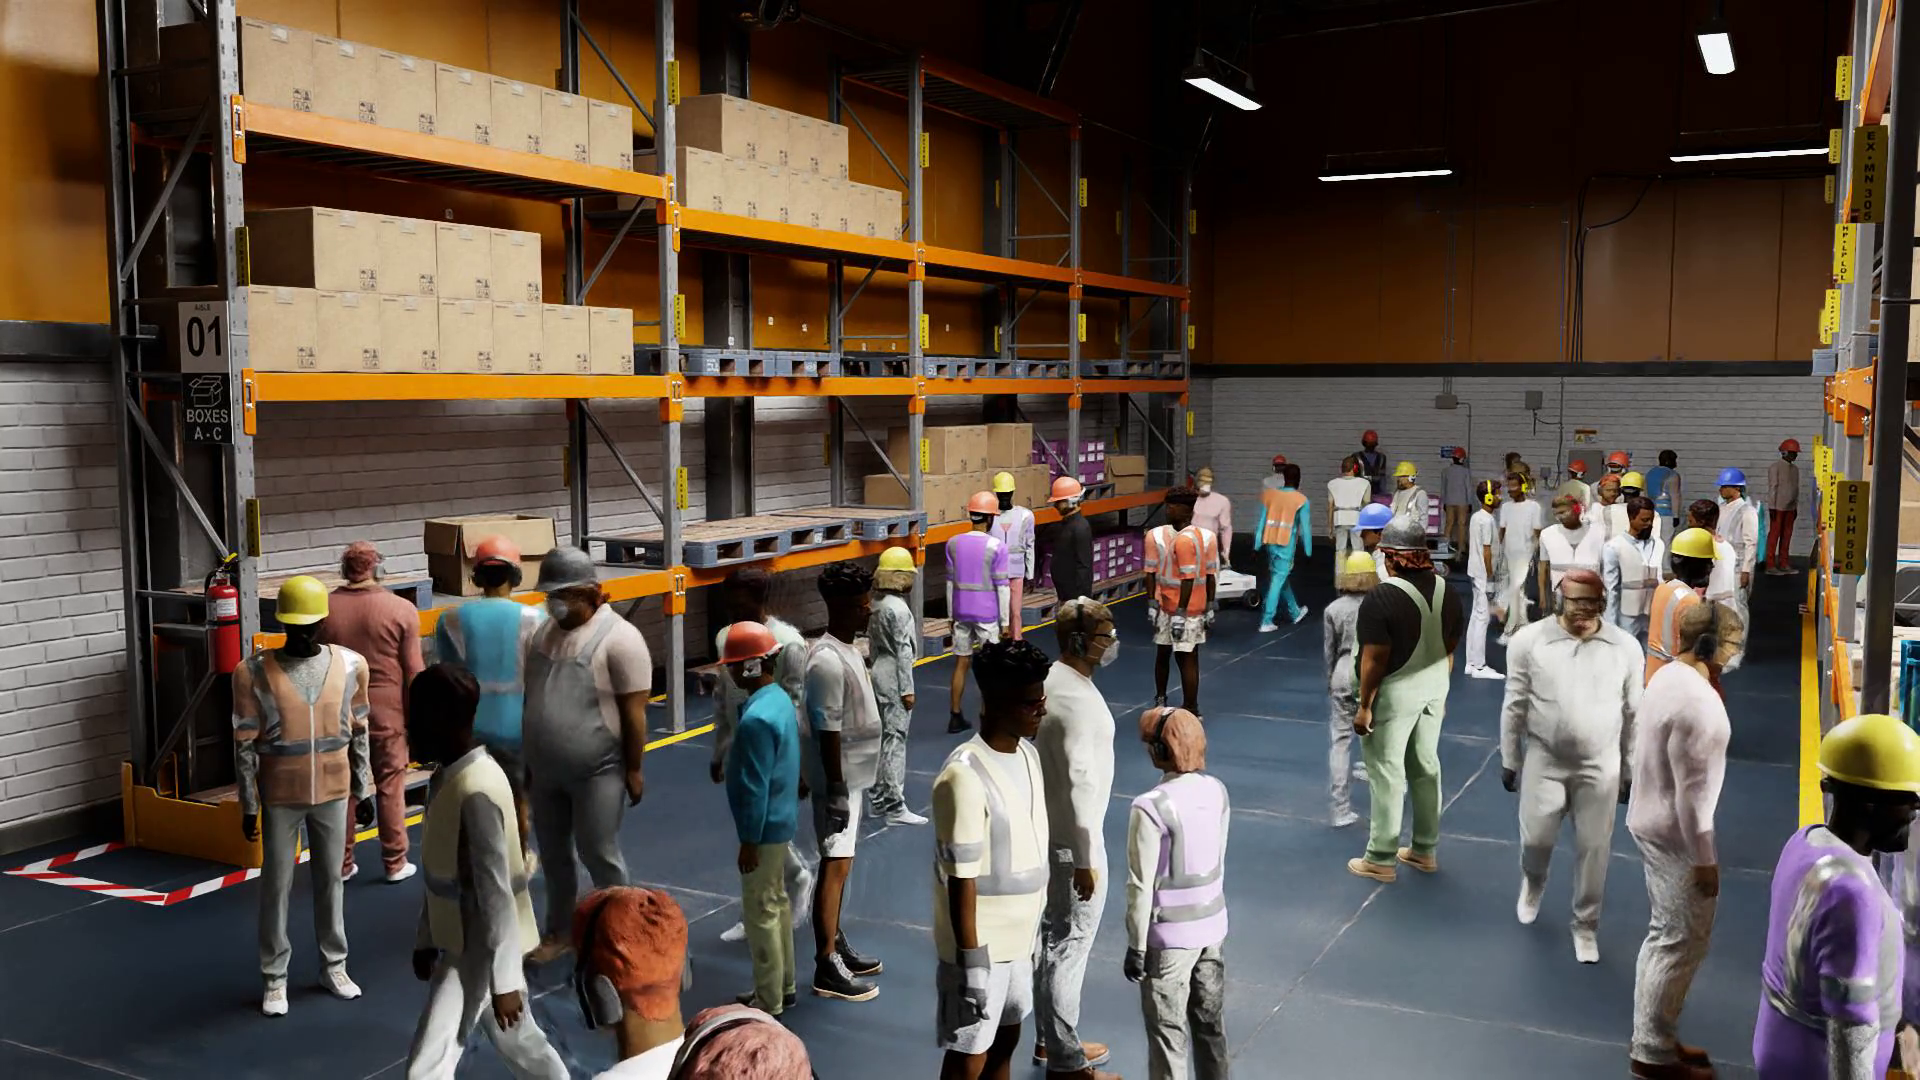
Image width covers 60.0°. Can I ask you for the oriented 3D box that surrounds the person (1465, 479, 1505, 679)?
[{"bbox_3d":[4.951,0.365,15.656,0.327,1.874,0.518,0,5,4],"label":"person"}]

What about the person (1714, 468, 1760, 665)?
[{"bbox_3d":[7.568,0.262,16.339,0.394,1.949,0.602,-1,5,-9],"label":"person"}]

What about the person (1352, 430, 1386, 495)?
[{"bbox_3d":[6.623,-0.768,26.940,0.615,2.038,0.396,-1,5,-10],"label":"person"}]

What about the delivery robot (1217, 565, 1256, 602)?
[{"bbox_3d":[3.240,0.544,20.229,0.707,0.478,0.477,-3,6,-26],"label":"delivery robot"}]

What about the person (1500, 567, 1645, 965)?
[{"bbox_3d":[2.963,1.059,8.074,0.663,1.891,0.526,1,5,15],"label":"person"}]

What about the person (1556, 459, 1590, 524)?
[{"bbox_3d":[8.357,-0.221,22.578,0.338,1.752,0.565,-2,6,-24],"label":"person"}]

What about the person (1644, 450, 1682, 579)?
[{"bbox_3d":[10.008,-0.360,23.629,0.429,1.840,0.627,-2,6,-16],"label":"person"}]

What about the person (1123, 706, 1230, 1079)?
[{"bbox_3d":[0.770,1.396,5.849,0.320,1.629,0.516,5,7,45],"label":"person"}]

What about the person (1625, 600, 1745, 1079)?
[{"bbox_3d":[2.834,1.186,6.557,0.419,1.918,0.651,1,5,13],"label":"person"}]

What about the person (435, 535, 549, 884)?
[{"bbox_3d":[-2.409,0.967,8.602,0.638,1.976,1.090,0,5,-5],"label":"person"}]

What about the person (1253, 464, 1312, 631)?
[{"bbox_3d":[3.697,0.081,18.766,1.019,1.854,0.612,-5,7,-44],"label":"person"}]

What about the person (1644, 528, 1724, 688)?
[{"bbox_3d":[4.278,0.884,9.854,0.409,1.917,0.585,1,5,7],"label":"person"}]

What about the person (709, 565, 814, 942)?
[{"bbox_3d":[-0.963,1.053,8.137,0.703,1.889,0.473,5,7,43],"label":"person"}]

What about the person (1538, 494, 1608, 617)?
[{"bbox_3d":[5.409,0.492,14.623,0.629,1.803,0.462,2,6,17],"label":"person"}]

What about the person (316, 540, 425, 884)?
[{"bbox_3d":[-3.261,0.953,9.193,0.650,1.901,0.395,0,5,-3],"label":"person"}]

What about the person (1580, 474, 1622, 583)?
[{"bbox_3d":[6.416,0.281,16.523,0.576,1.879,0.351,1,5,10],"label":"person"}]

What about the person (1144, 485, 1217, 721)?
[{"bbox_3d":[1.801,0.525,13.553,0.599,1.949,0.416,0,5,-1],"label":"person"}]

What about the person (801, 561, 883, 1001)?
[{"bbox_3d":[-0.533,1.070,7.549,0.361,1.964,0.615,0,5,2],"label":"person"}]

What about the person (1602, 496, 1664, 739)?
[{"bbox_3d":[5.192,0.609,12.851,0.598,1.908,0.401,-3,6,-28],"label":"person"}]

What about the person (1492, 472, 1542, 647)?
[{"bbox_3d":[5.795,0.212,17.500,0.865,1.832,0.543,-3,6,-32],"label":"person"}]

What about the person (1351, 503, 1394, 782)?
[{"bbox_3d":[2.923,0.712,11.580,0.413,1.939,0.604,1,5,14],"label":"person"}]

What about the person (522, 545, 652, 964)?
[{"bbox_3d":[-1.801,1.011,7.797,0.696,2.000,0.538,3,6,29],"label":"person"}]

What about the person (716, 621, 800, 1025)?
[{"bbox_3d":[-0.875,1.216,7.205,0.356,1.736,0.582,0,5,3],"label":"person"}]

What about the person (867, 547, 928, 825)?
[{"bbox_3d":[-0.407,0.910,10.466,0.300,1.744,0.484,-3,6,-26],"label":"person"}]

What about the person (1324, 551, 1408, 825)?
[{"bbox_3d":[2.573,0.918,10.597,0.498,1.687,0.894,4,6,33],"label":"person"}]

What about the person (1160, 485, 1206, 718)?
[{"bbox_3d":[1.771,0.542,13.244,0.361,1.962,0.617,1,5,13],"label":"person"}]

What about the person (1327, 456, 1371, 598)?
[{"bbox_3d":[5.020,-0.159,21.463,0.563,1.838,0.388,2,6,22],"label":"person"}]

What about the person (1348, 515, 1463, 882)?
[{"bbox_3d":[2.439,0.869,9.329,0.688,2.000,0.539,-3,6,-31],"label":"person"}]

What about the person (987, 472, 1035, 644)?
[{"bbox_3d":[0.428,0.311,15.928,0.596,1.925,0.372,0,5,-3],"label":"person"}]

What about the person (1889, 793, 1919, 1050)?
[{"bbox_3d":[2.943,1.340,4.902,0.420,1.916,0.605,3,6,28],"label":"person"}]

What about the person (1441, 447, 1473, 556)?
[{"bbox_3d":[8.042,-0.619,26.868,0.329,1.751,0.563,-5,7,-41],"label":"person"}]

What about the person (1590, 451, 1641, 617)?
[{"bbox_3d":[7.679,-0.048,19.505,0.618,1.986,0.408,5,7,42],"label":"person"}]

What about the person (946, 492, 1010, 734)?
[{"bbox_3d":[0.153,0.581,13.068,0.552,1.923,0.390,3,6,29],"label":"person"}]

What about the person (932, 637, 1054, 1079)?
[{"bbox_3d":[0.115,1.279,5.401,0.382,1.958,0.600,3,6,28],"label":"person"}]

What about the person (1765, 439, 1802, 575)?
[{"bbox_3d":[11.951,-0.475,24.095,0.612,1.986,0.407,-3,6,-29],"label":"person"}]

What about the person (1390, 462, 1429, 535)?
[{"bbox_3d":[5.432,-0.043,20.259,0.403,1.827,0.599,-2,6,-24],"label":"person"}]

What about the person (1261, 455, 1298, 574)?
[{"bbox_3d":[4.644,-0.365,24.185,0.562,1.741,0.345,0,5,-1],"label":"person"}]

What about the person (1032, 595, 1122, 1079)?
[{"bbox_3d":[0.449,1.179,6.533,0.354,1.937,0.635,0,5,-4],"label":"person"}]

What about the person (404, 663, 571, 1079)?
[{"bbox_3d":[-1.636,1.320,5.430,1.028,1.859,0.617,-2,6,-22],"label":"person"}]

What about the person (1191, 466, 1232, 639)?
[{"bbox_3d":[2.501,0.177,17.426,0.639,1.914,0.528,0,5,-3],"label":"person"}]

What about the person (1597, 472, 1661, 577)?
[{"bbox_3d":[6.508,0.292,16.235,0.594,1.911,0.399,2,6,24],"label":"person"}]

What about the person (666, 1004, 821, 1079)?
[{"bbox_3d":[-0.304,1.594,2.330,0.654,1.893,0.401,-4,6,-33],"label":"person"}]

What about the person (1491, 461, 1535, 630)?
[{"bbox_3d":[6.125,0.076,18.527,0.533,1.915,0.626,-2,6,-24],"label":"person"}]

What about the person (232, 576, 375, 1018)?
[{"bbox_3d":[-2.889,1.110,7.364,0.587,1.922,0.383,-4,7,-36],"label":"person"}]

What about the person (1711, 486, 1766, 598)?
[{"bbox_3d":[8.385,0.170,18.044,0.642,1.814,0.623,1,5,15],"label":"person"}]

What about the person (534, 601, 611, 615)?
[{"bbox_3d":[-2.400,0.930,10.275,0.574,1.739,0.353,-2,6,-24],"label":"person"}]

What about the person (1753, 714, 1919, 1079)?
[{"bbox_3d":[2.289,1.397,4.325,0.407,1.918,0.587,2,6,20],"label":"person"}]

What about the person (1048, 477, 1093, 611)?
[{"bbox_3d":[0.928,0.457,14.052,0.390,1.986,0.609,-1,5,-9],"label":"person"}]

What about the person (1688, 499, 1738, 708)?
[{"bbox_3d":[5.585,0.650,12.410,0.603,1.904,0.386,-5,7,-44],"label":"person"}]
